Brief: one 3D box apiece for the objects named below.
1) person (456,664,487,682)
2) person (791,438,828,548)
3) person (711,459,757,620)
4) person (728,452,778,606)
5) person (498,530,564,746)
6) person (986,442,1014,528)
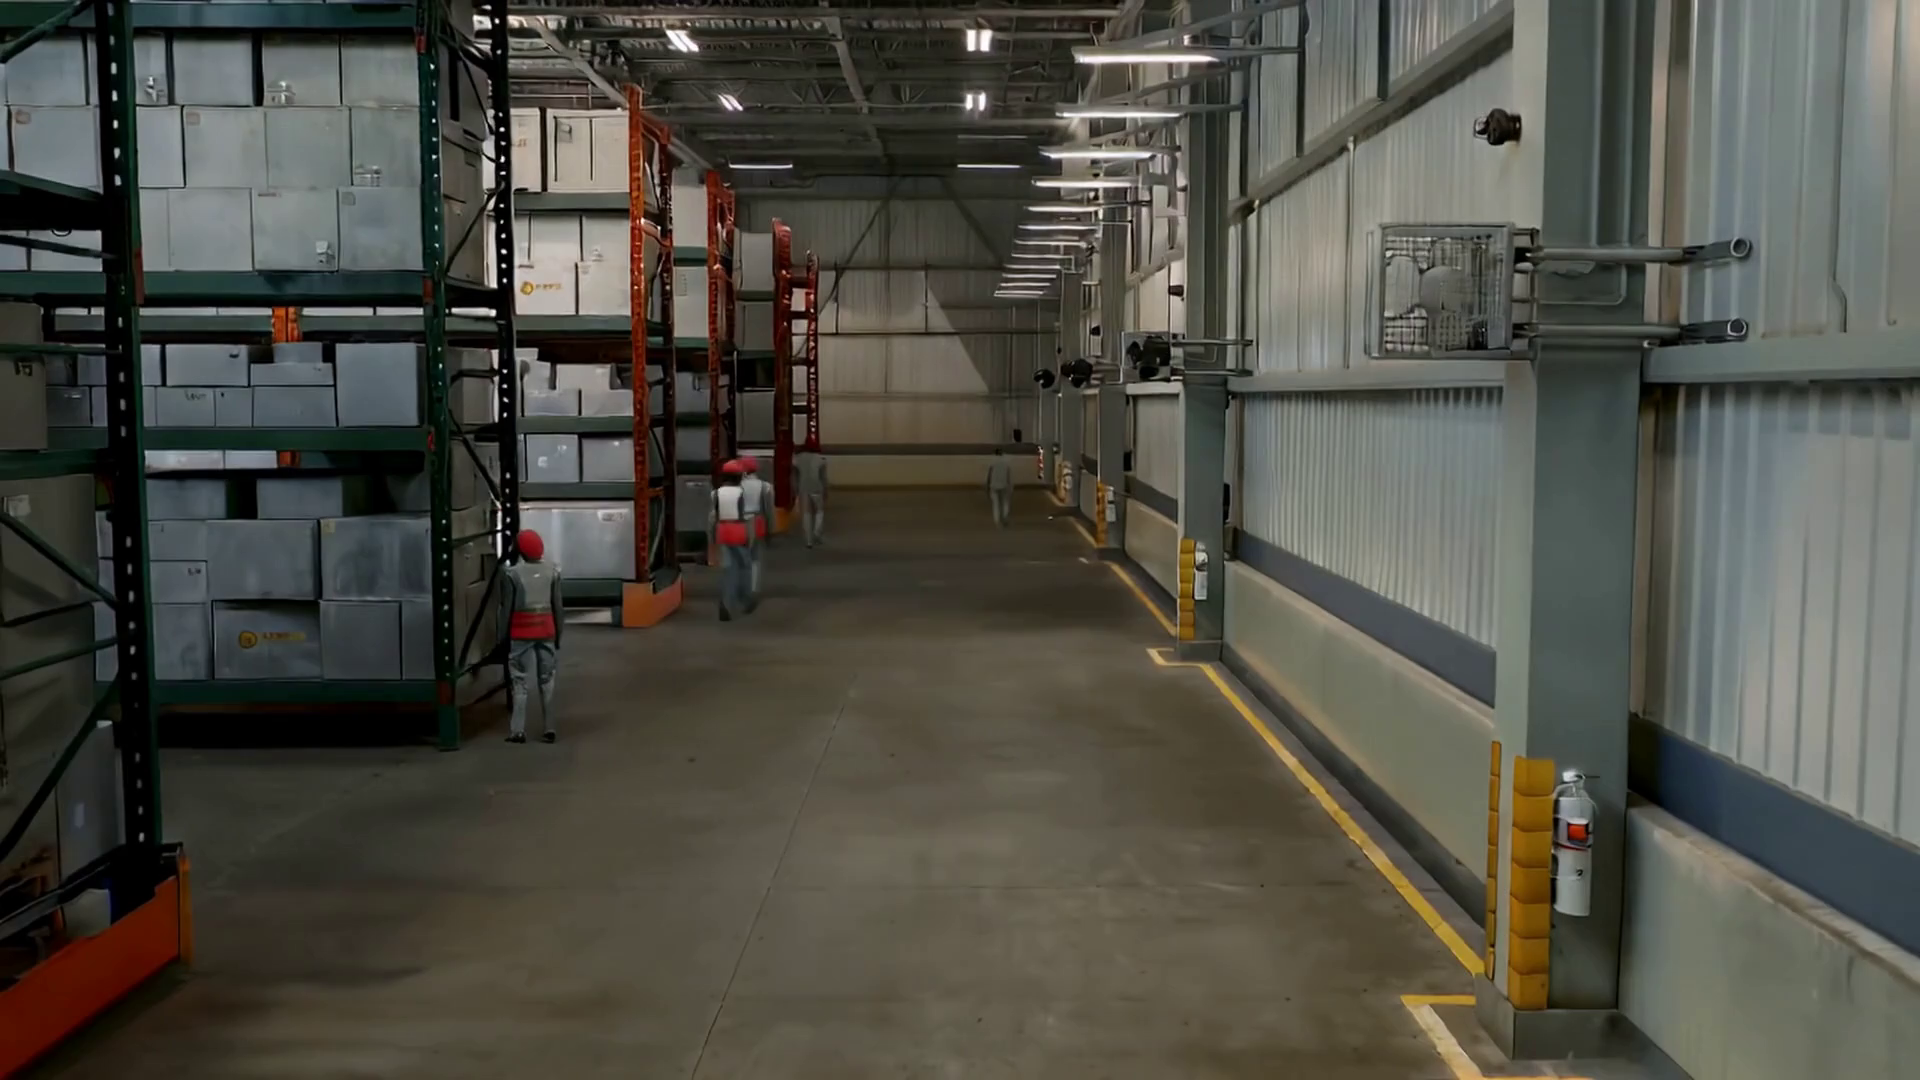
[{"bbox_3d":[-4.544,0.422,15.129,0.604,1.815,0.601,2,5,18],"label":"person"},{"bbox_3d":[-2.604,-0.826,29.056,0.659,1.916,0.787,0,5,2],"label":"person"},{"bbox_3d":[-2.686,-0.013,19.771,0.567,1.883,0.977,1,5,10],"label":"person"},{"bbox_3d":[-2.604,-0.128,20.804,0.631,1.933,0.422,0,5,4],"label":"person"},{"bbox_3d":[-3.228,0.735,12.556,0.523,1.631,0.315,-4,6,-40],"label":"person"},{"bbox_3d":[0.806,-1.111,33.480,0.579,1.727,0.698,0,5,2],"label":"person"}]
